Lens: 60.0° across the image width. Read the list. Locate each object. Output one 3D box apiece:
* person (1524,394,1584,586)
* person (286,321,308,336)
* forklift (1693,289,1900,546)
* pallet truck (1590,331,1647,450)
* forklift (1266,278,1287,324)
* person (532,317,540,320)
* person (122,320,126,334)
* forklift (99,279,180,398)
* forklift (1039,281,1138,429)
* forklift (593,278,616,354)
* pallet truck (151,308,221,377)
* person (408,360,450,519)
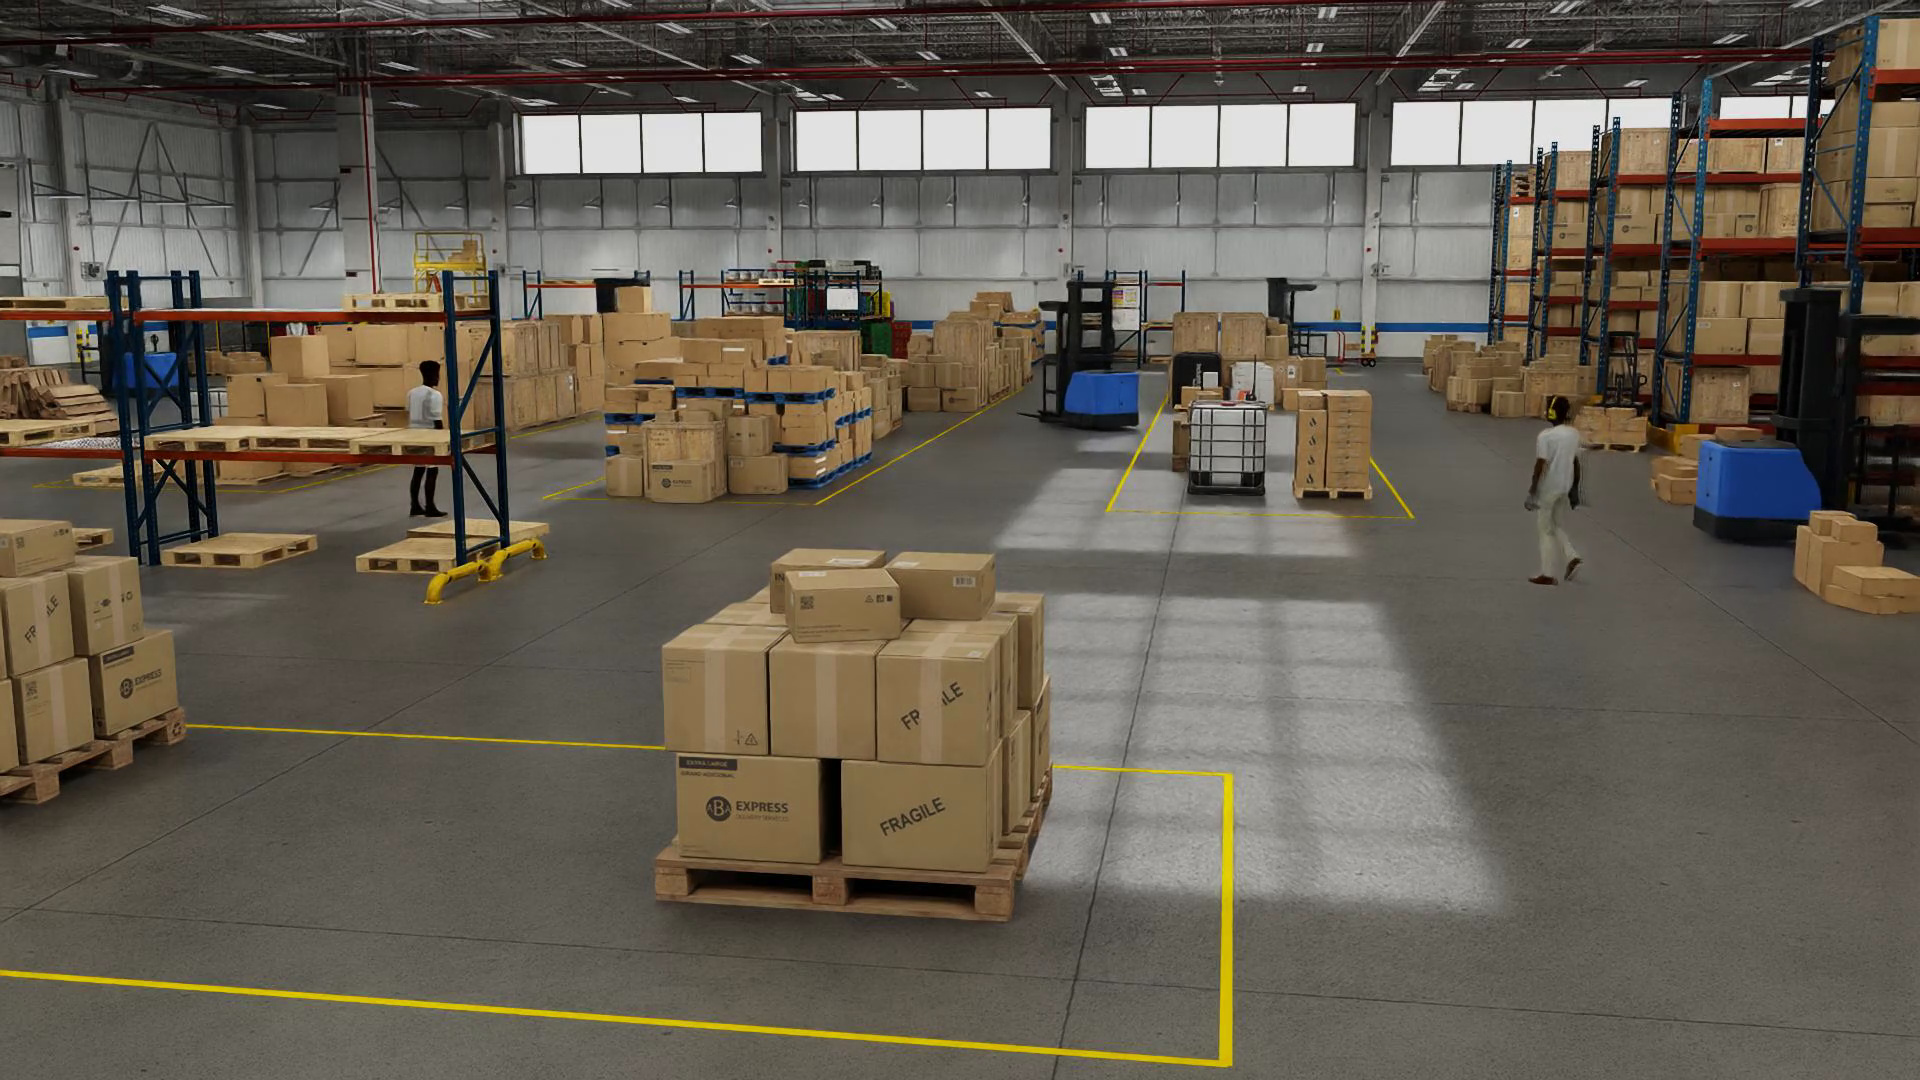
[{"bbox_3d":[5.688,-0.462,15.920,0.520,1.856,0.461,-5,11,-29],"label":"person"},{"bbox_3d":[-18.586,-5.450,46.682,0.581,1.861,0.742,-3,10,-19],"label":"person"},{"bbox_3d":[9.371,-1.399,18.542,1.873,2.768,1.129,1,9,9],"label":"forklift"},{"bbox_3d":[11.253,-2.573,28.499,0.823,1.965,1.885,5,10,27],"label":"pallet truck"},{"bbox_3d":[9.117,-6.184,48.055,1.873,2.768,1.129,4,10,26],"label":"forklift"},{"bbox_3d":[-10.466,-4.546,40.966,0.544,1.904,0.889,1,9,3],"label":"person"},{"bbox_3d":[-25.926,-6.094,51.348,0.315,1.629,0.508,0,9,-1],"label":"person"},{"bbox_3d":[-19.539,-4.719,39.020,1.873,2.768,1.129,1,9,9],"label":"forklift"},{"bbox_3d":[2.527,-3.618,32.230,1.129,2.768,1.873,-6,11,-31],"label":"forklift"},{"bbox_3d":[-9.667,-5.753,45.399,1.873,2.768,1.129,0,9,3],"label":"forklift"},{"bbox_3d":[-21.869,-5.598,47.154,0.823,1.965,1.885,4,10,26],"label":"pallet truck"},{"bbox_3d":[-6.513,-1.229,20.381,0.616,1.952,0.408,7,12,37],"label":"person"}]
